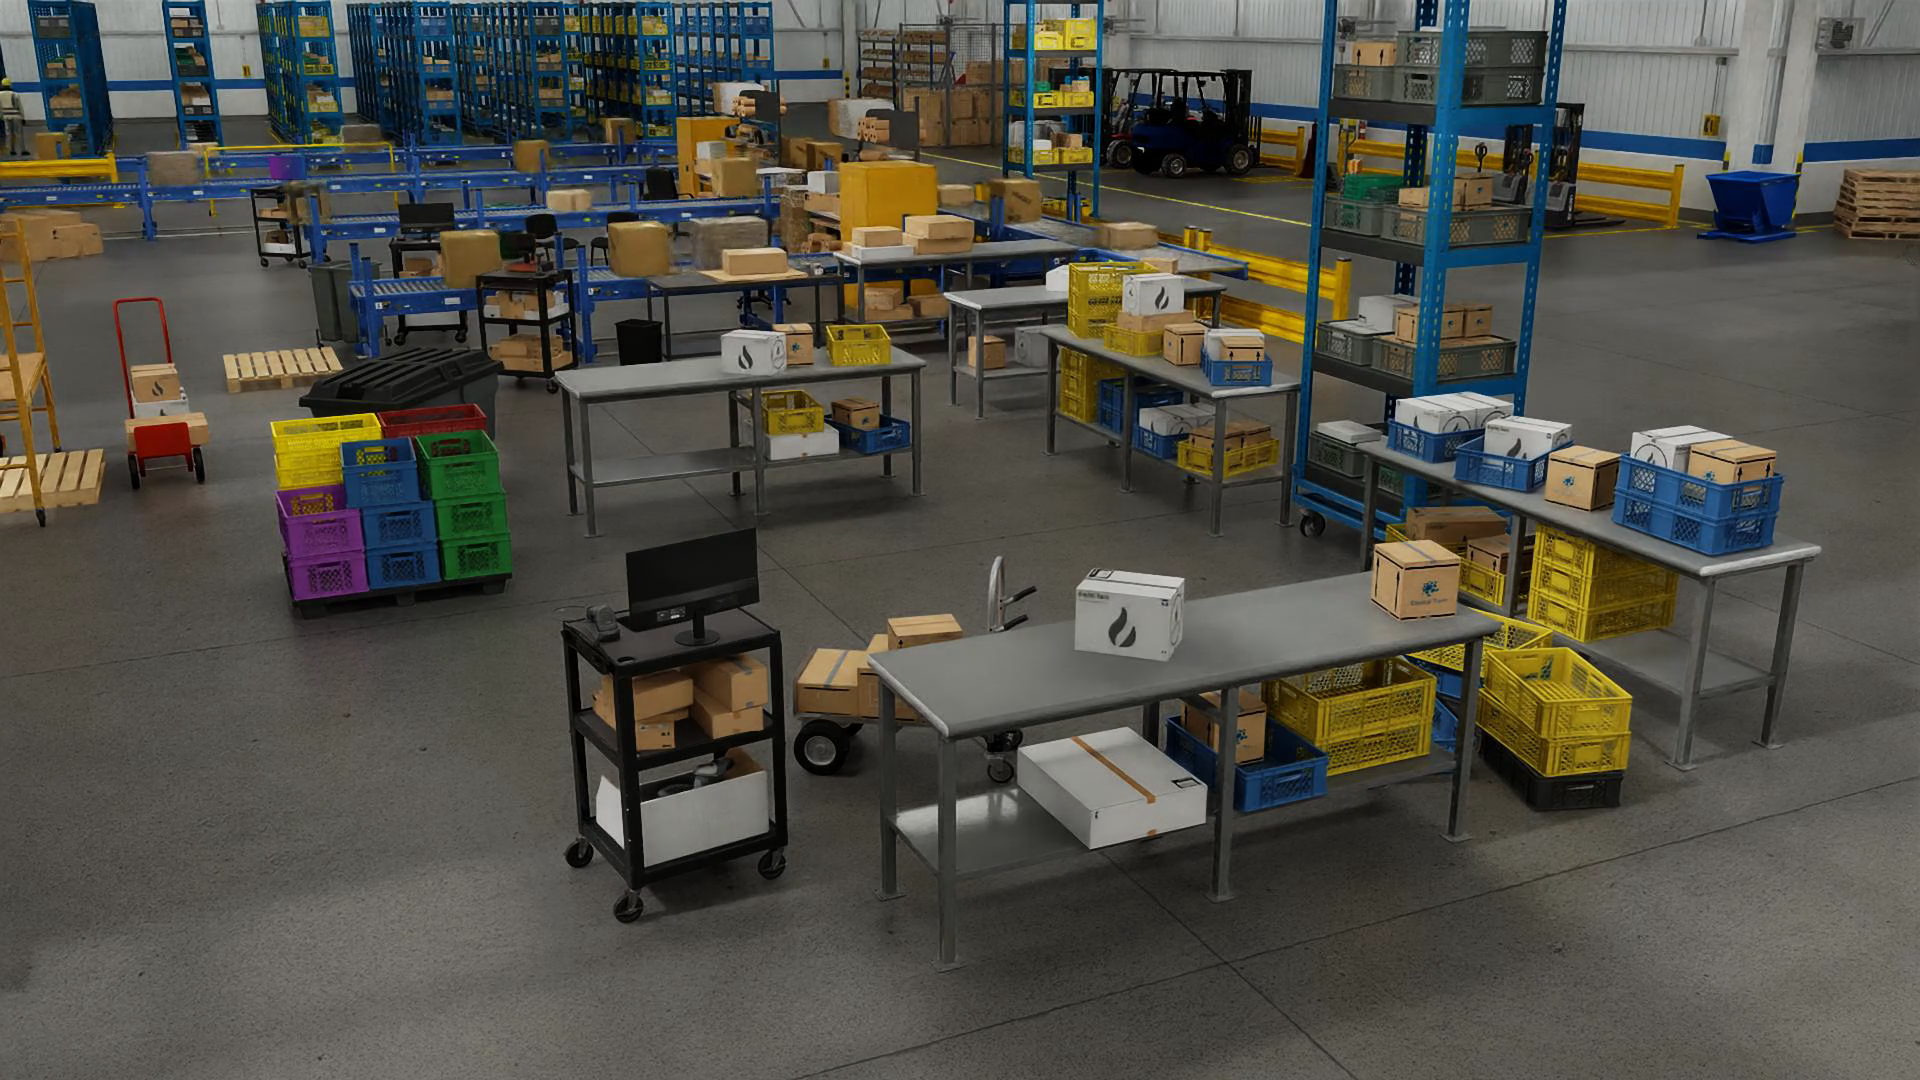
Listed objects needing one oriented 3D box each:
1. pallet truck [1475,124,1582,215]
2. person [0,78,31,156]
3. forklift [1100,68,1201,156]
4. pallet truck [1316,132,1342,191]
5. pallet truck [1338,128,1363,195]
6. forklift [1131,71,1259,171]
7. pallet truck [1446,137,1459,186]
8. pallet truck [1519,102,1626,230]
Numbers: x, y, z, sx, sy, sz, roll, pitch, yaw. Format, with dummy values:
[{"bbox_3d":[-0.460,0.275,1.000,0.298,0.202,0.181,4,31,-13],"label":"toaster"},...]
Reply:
[{"bbox_3d":[9.707,-6.455,28.103,1.885,1.965,0.823,-7,19,-20],"label":"pallet truck"},{"bbox_3d":[-22.979,-10.255,40.335,0.595,1.837,0.404,-1,18,-5],"label":"person"},{"bbox_3d":[4.082,-9.564,37.410,2.680,1.987,1.157,-8,19,-23],"label":"forklift"},{"bbox_3d":[7.723,-7.504,32.656,1.601,1.201,0.680,-8,19,-23],"label":"pallet truck"},{"bbox_3d":[7.845,-7.140,31.411,1.522,1.261,0.704,-9,20,-25],"label":"pallet truck"},{"bbox_3d":[4.998,-8.936,35.413,2.680,1.987,1.157,-9,20,-25],"label":"forklift"},{"bbox_3d":[9.184,-6.485,29.328,1.630,1.274,0.653,-8,19,-23],"label":"pallet truck"},{"bbox_3d":[9.972,-6.037,26.785,1.885,1.965,0.823,-9,20,-25],"label":"pallet truck"}]
